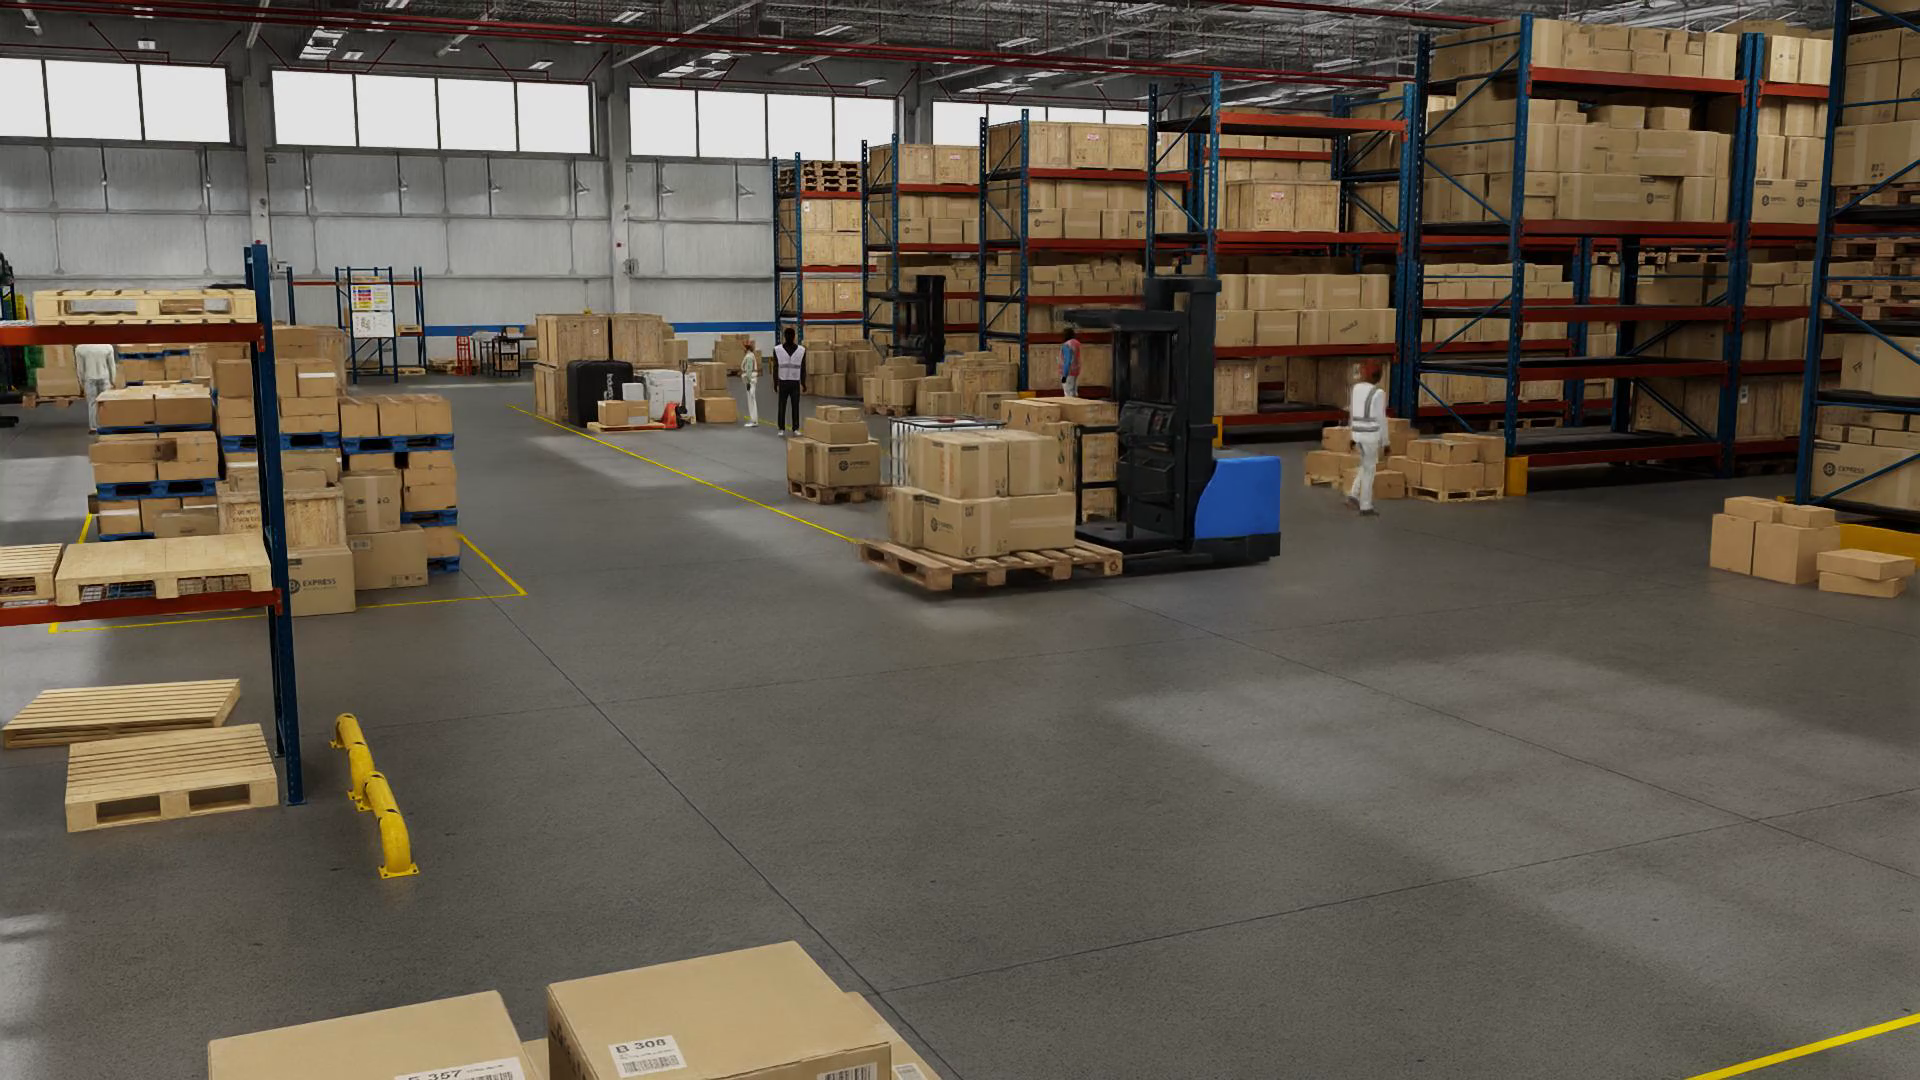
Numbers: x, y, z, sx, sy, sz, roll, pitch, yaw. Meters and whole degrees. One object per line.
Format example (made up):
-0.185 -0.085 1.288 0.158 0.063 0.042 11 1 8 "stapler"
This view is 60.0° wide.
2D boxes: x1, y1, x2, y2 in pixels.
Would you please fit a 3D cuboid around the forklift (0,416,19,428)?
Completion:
-18.489 -3.448 30.482 1.873 2.768 1.129 -4 10 -25 "forklift"

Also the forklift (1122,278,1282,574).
2.163 -1.179 16.402 1.873 2.768 1.129 -4 10 -25 "forklift"

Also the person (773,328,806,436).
-3.014 -2.792 29.403 0.587 1.914 0.390 -2 9 -13 "person"

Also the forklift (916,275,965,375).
-0.636 -4.472 36.834 1.873 2.768 1.129 -4 10 -25 "forklift"

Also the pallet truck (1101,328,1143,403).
2.881 -2.596 27.923 0.823 1.965 1.885 -1 9 -7 "pallet truck"

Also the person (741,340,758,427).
-3.942 -2.934 31.155 0.312 1.631 0.514 -1 9 -6 "person"

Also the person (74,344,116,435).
-15.361 -2.835 29.588 0.632 1.940 0.372 -6 11 -32 "person"

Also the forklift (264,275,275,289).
-15.571 -4.545 37.287 1.873 2.768 1.129 -4 10 -25 "forklift"

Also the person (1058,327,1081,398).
2.103 -3.197 32.143 0.429 1.839 0.633 4 10 24 "person"

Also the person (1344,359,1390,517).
4.829 -1.193 19.594 0.412 1.874 0.618 -4 10 -23 "person"
